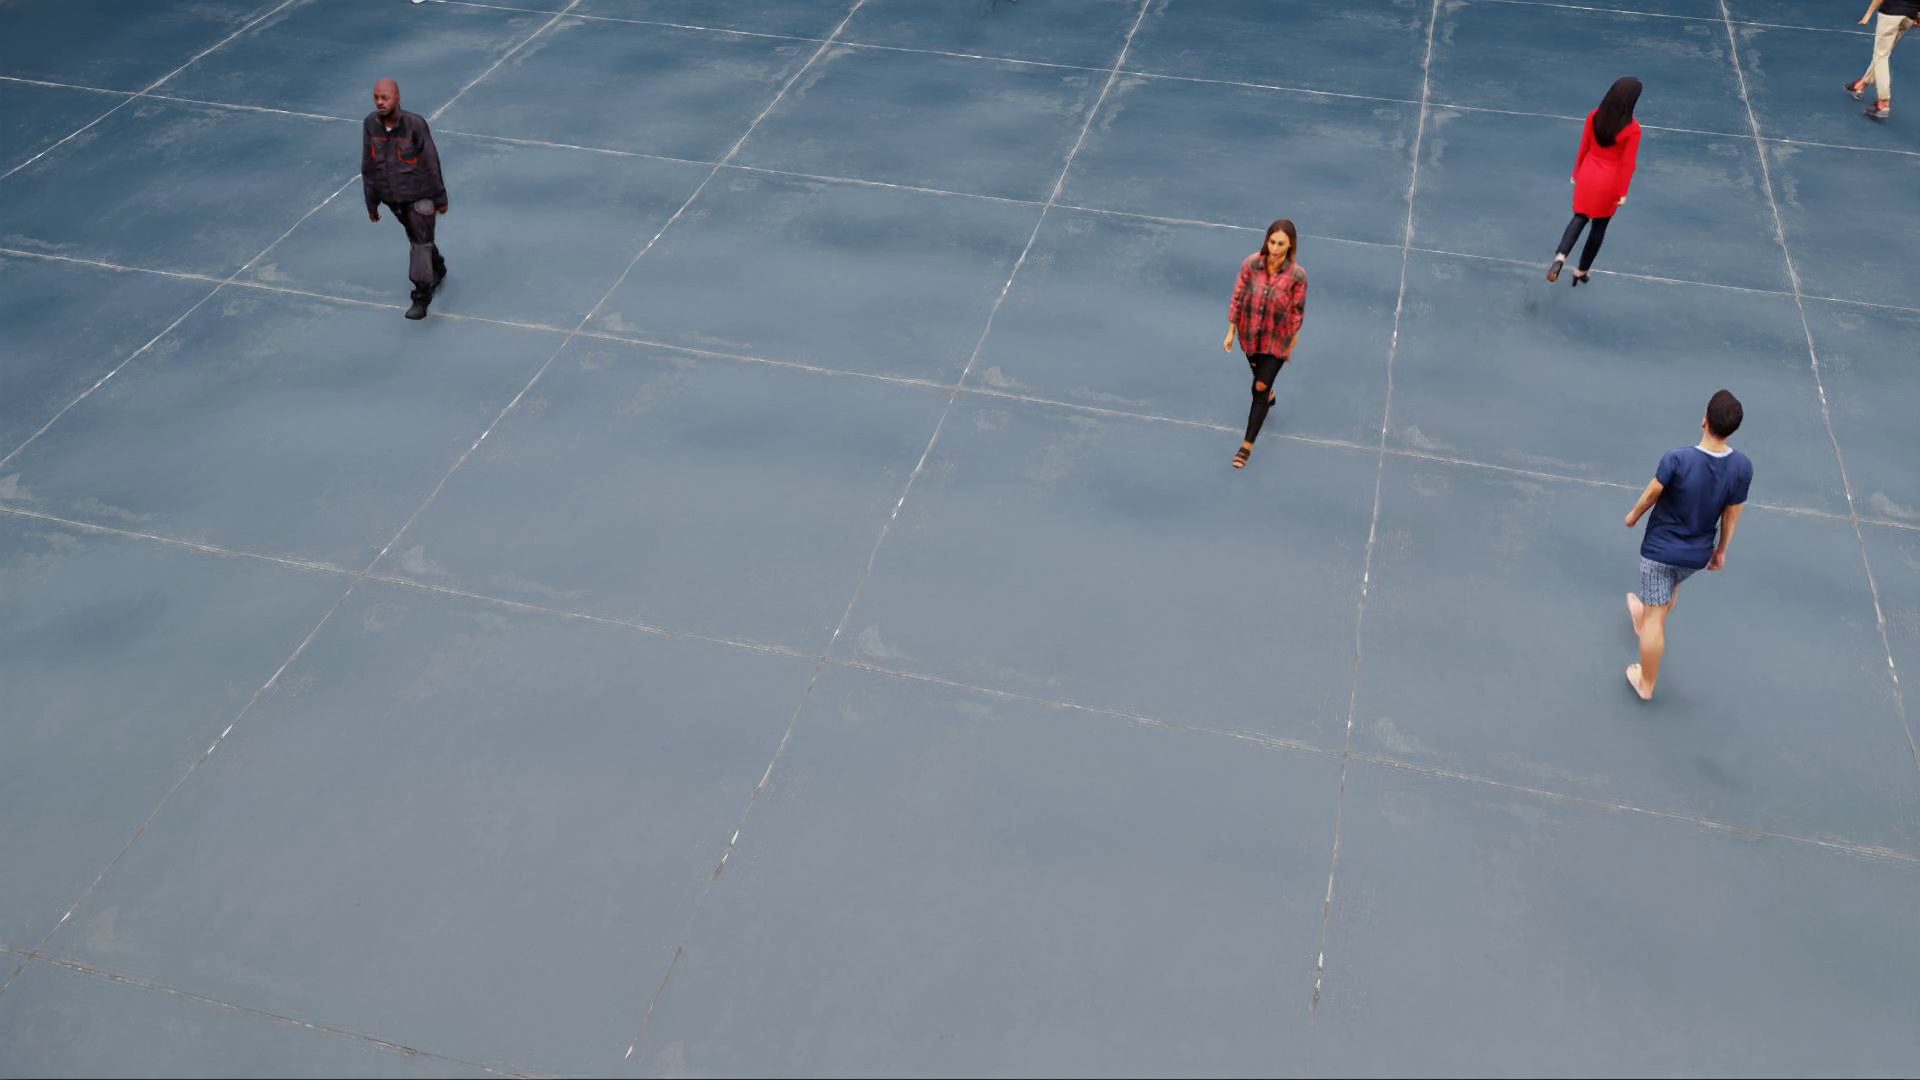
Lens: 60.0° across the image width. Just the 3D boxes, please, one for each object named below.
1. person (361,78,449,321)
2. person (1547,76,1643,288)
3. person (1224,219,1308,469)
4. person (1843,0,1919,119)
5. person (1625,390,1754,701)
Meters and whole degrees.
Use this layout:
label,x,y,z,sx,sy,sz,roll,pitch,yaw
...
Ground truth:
label,x,y,z,sx,sy,sz,roll,pitch,yaw
person,-4.095,-2.628,12.462,0.768,1.791,1.210,6,38,8
person,4.767,-2.639,12.524,0.953,1.733,0.850,-30,47,-32
person,2.031,-1.376,10.968,0.837,1.660,1.161,21,43,24
person,8.580,-4.749,15.146,0.962,1.824,1.122,-9,39,-11
person,3.897,0.100,8.960,0.792,1.810,1.096,0,38,-1
